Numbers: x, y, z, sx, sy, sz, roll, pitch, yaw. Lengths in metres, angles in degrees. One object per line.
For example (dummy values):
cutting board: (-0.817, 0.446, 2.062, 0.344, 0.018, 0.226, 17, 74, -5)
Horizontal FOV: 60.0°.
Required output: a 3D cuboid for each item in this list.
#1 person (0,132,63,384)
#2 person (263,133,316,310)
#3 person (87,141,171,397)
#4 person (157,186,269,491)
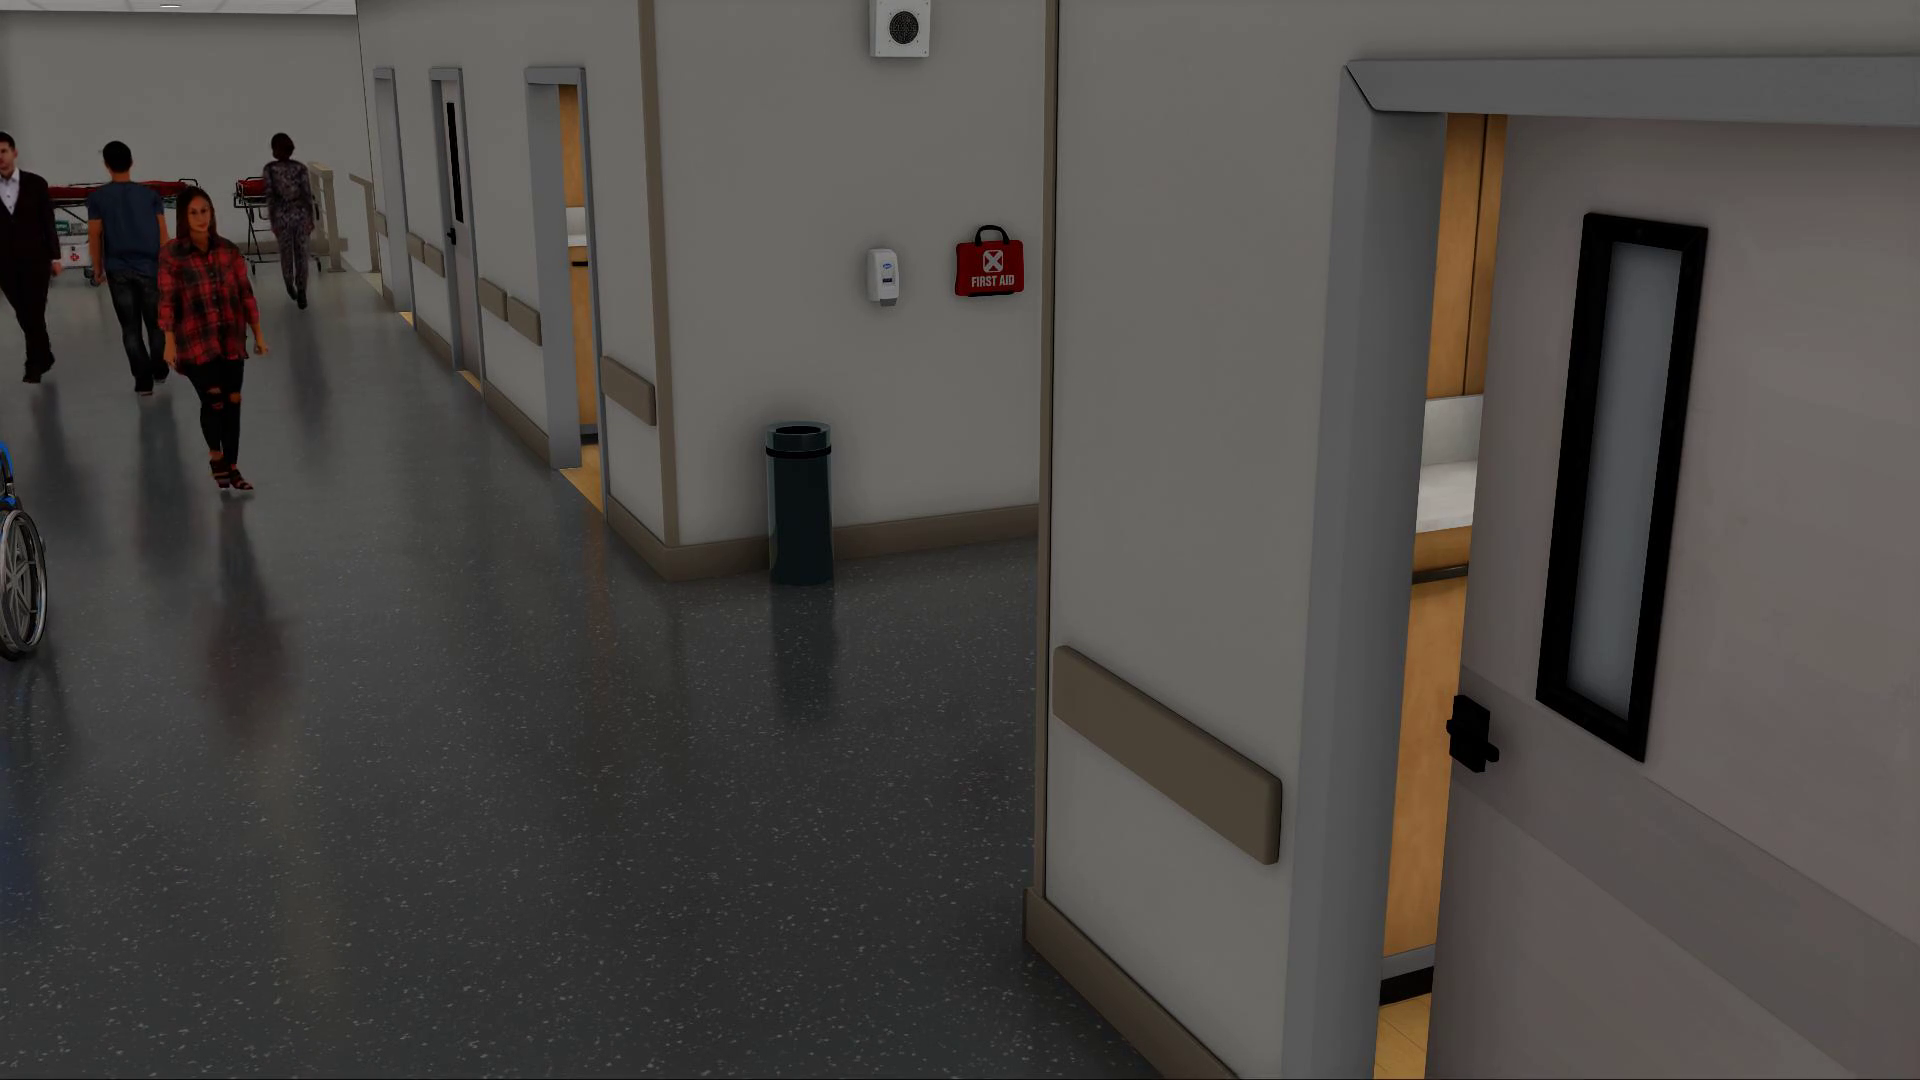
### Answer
person: (-7.045, -2.098, 12.509, 0.864, 1.818, 1.274, -4, 16, -14)
person: (-6.512, -3.069, 16.236, 0.650, 1.666, 1.144, -5, 17, -19)
person: (-5.927, -1.921, 11.939, 0.739, 1.786, 0.999, -9, 18, -29)
person: (-4.161, -1.077, 9.131, 0.788, 1.687, 0.791, 11, 19, 34)
